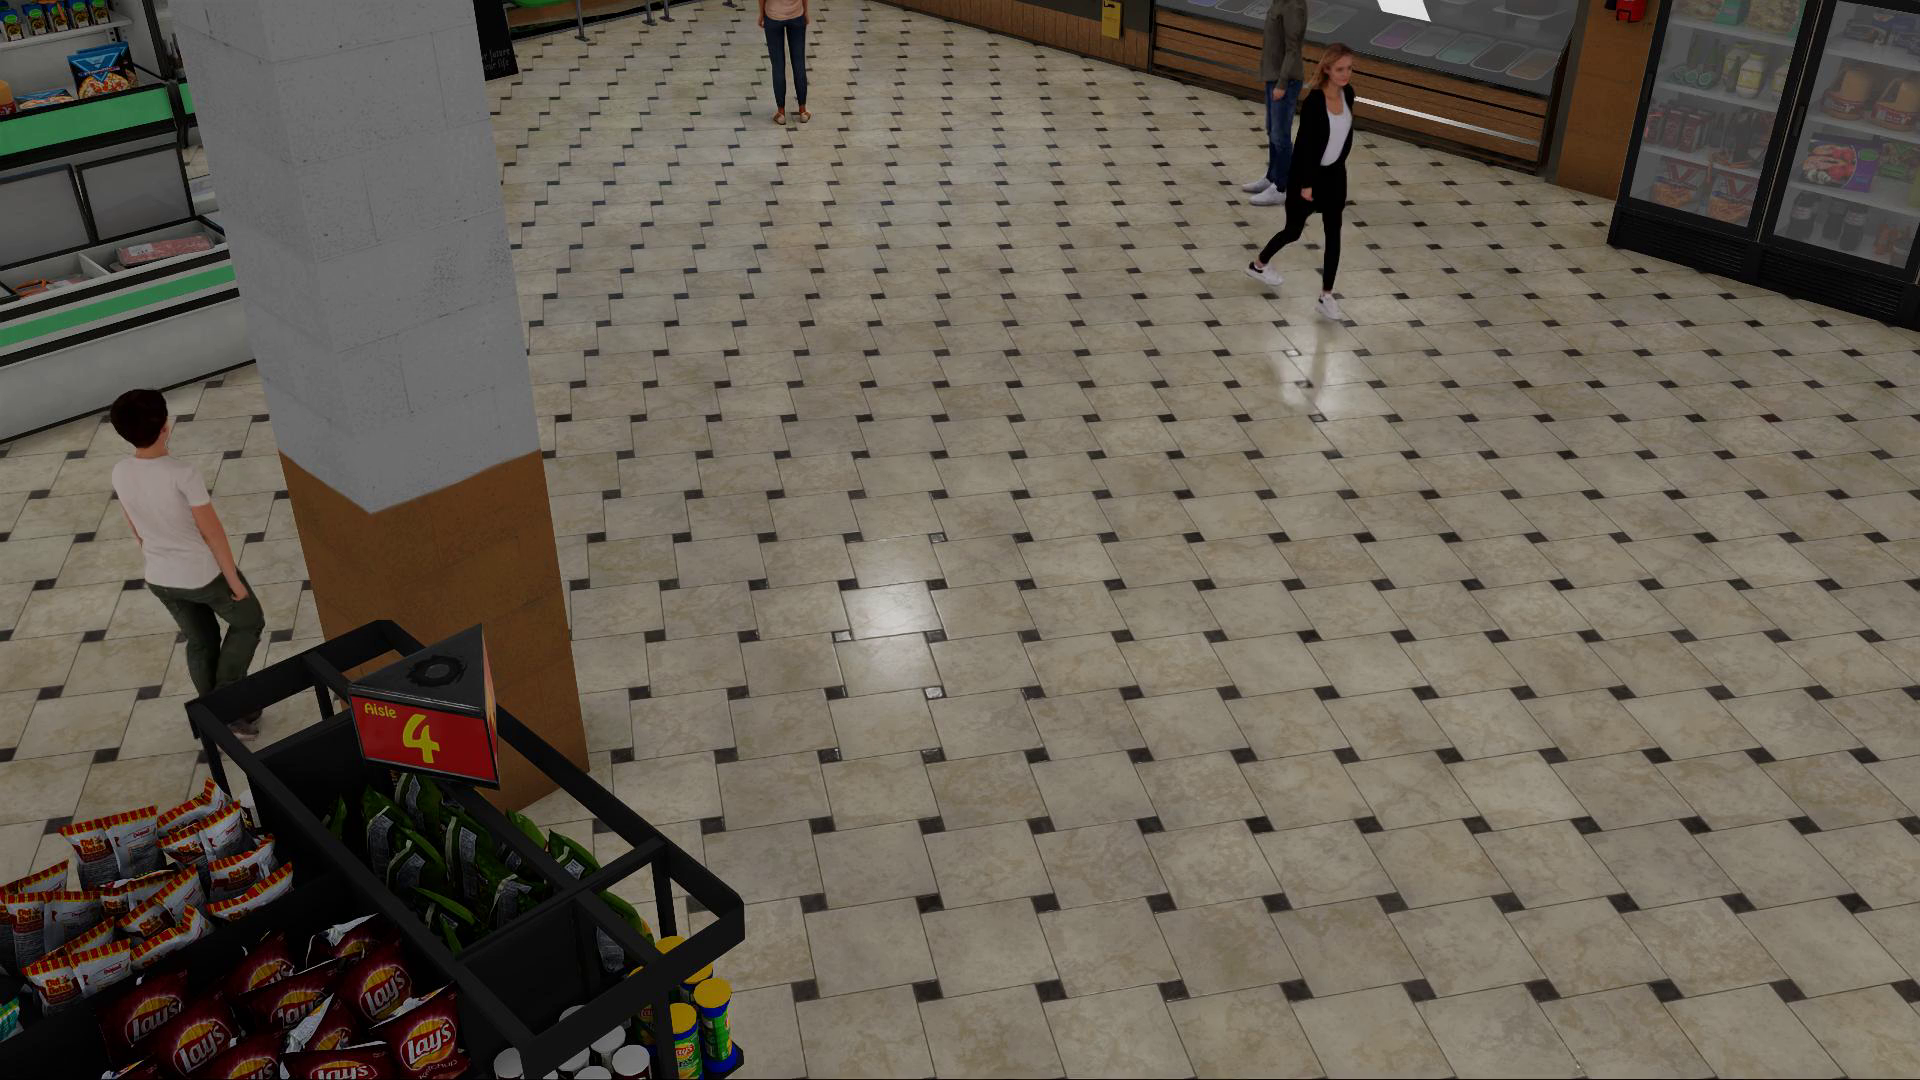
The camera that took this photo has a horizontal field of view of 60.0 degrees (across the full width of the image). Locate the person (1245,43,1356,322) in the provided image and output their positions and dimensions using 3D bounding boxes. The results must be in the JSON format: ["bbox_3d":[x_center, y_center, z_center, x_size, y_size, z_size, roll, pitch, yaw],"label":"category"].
[{"bbox_3d":[2.218,-2.303,10.629,1.073,1.754,0.893,-19,37,-28],"label":"person"}]

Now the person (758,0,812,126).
[{"bbox_3d":[-1.475,-4.398,13.964,0.635,1.788,0.733,-6,32,-10],"label":"person"}]

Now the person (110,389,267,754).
[{"bbox_3d":[-3.153,0.196,6.719,0.741,1.644,0.802,6,32,10],"label":"person"}]

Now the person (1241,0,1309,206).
[{"bbox_3d":[2.397,-3.422,12.322,0.838,1.867,0.777,0,32,0],"label":"person"}]
